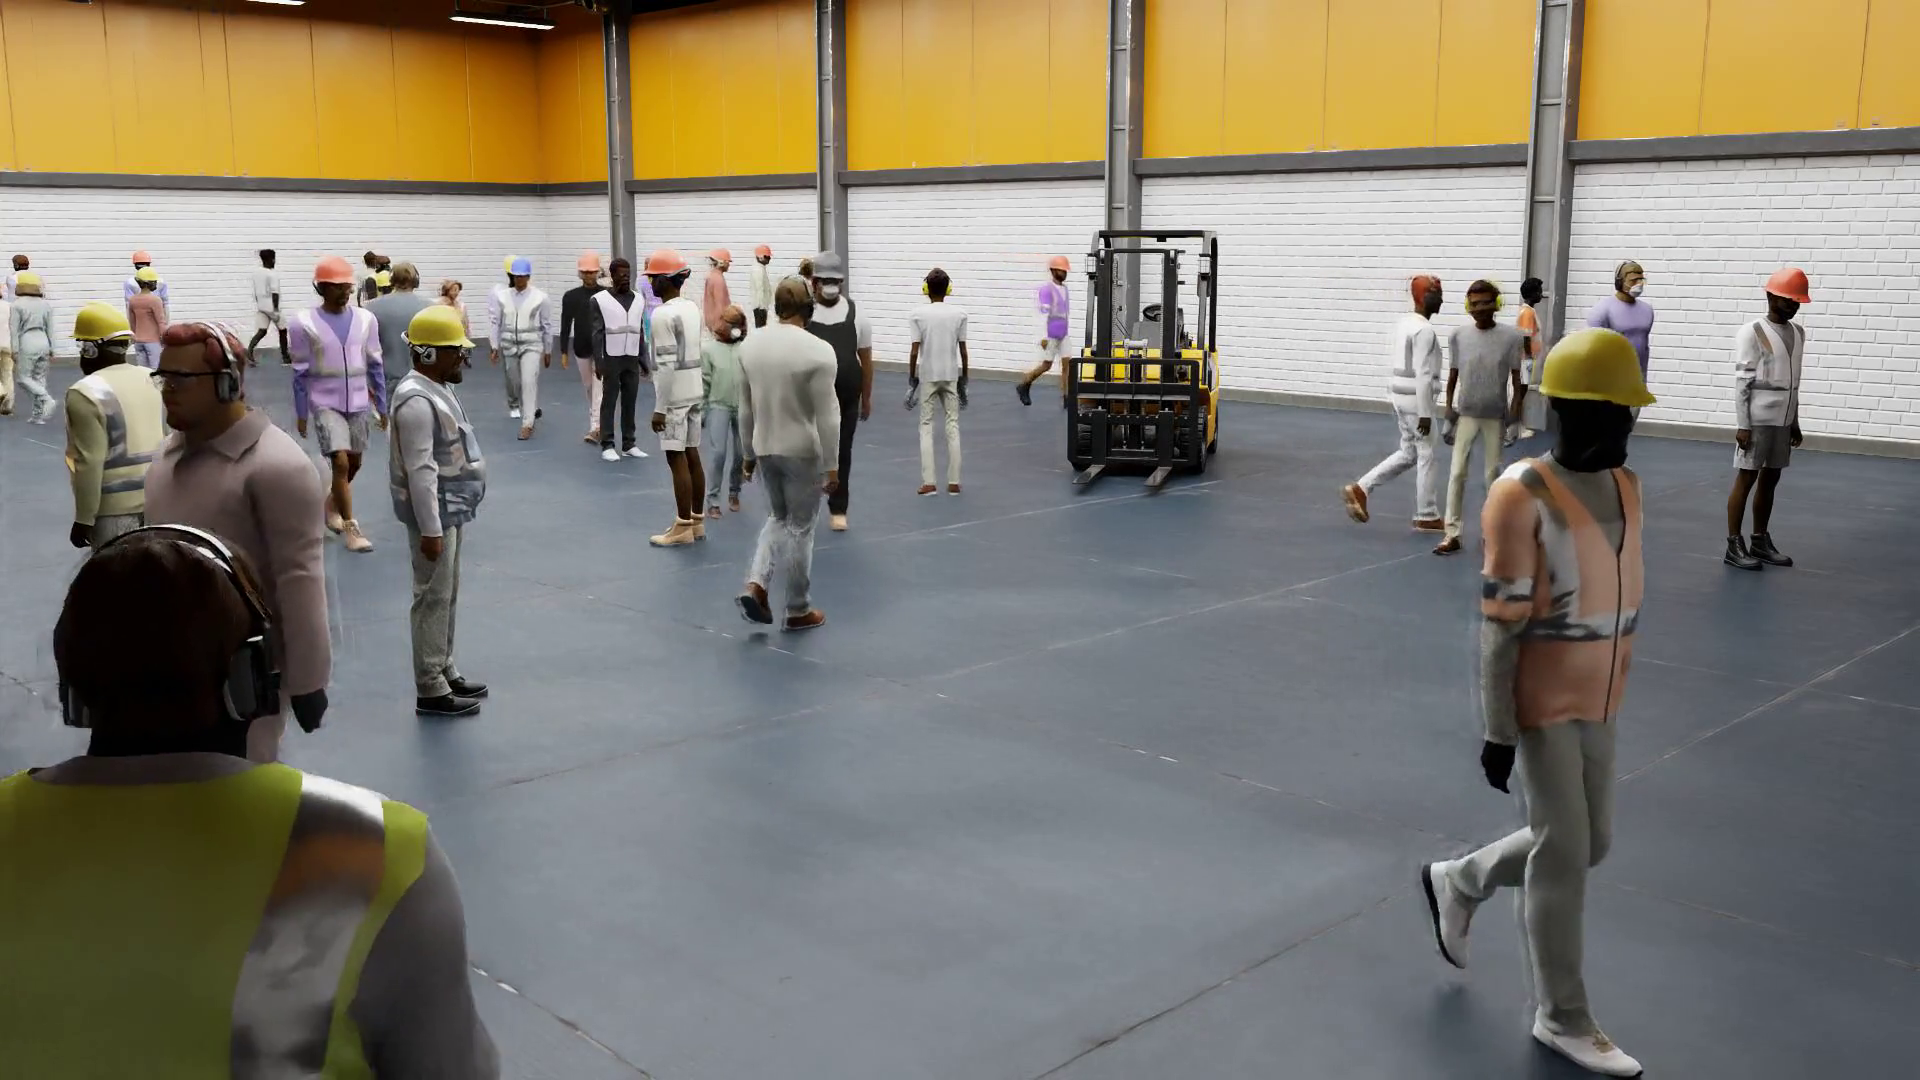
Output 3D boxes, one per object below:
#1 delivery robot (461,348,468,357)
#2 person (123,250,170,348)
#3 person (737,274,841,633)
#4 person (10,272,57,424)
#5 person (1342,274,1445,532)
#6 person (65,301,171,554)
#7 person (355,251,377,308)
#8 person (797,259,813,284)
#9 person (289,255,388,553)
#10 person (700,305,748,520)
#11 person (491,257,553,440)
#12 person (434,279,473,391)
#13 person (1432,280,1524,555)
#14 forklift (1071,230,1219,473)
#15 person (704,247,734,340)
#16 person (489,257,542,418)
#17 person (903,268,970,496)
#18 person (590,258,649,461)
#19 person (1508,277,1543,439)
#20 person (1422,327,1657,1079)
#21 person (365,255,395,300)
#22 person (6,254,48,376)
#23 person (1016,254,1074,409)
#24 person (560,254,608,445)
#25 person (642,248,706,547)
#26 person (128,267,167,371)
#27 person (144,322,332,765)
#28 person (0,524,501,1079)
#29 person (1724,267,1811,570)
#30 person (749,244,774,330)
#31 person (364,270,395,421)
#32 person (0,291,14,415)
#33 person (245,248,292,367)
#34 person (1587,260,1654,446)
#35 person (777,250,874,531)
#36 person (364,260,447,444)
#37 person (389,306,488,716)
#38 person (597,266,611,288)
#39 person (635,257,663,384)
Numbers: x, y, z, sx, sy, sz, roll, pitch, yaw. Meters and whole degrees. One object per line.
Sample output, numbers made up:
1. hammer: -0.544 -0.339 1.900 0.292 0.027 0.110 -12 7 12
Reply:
1. delivery robot: -8.161 -3.115 26.929 0.477 0.478 0.707 -6 12 -28
2. person: -10.776 -2.865 22.055 0.551 1.933 0.365 -10 14 -43
3. person: -0.908 -0.441 8.863 0.652 1.927 0.472 7 13 34
4. person: -10.407 -2.152 18.743 0.515 1.718 0.507 5 12 26
5. person: 3.205 -0.967 11.924 0.748 1.859 0.583 0 10 0
6. person: -3.884 -0.180 7.687 0.403 1.835 0.586 2 11 13
7. person: -9.650 -3.803 27.353 0.516 1.871 0.329 -3 11 -16
8. person: -1.855 -2.500 20.313 0.511 1.845 0.341 -3 11 -15
9. person: -4.303 -0.955 11.461 0.619 2.014 0.949 -9 14 -42
10. person: -1.753 -0.981 12.709 0.529 1.618 0.570 -4 11 -20
11. person: -4.638 -2.046 17.678 0.607 1.911 0.947 1 10 4
12. person: -5.957 -2.256 19.581 0.686 1.609 0.530 7 13 34
13. person: 3.475 -0.803 11.094 0.503 1.840 0.574 4 11 23
14. forklift: 1.804 -1.825 15.677 1.214 2.155 2.313 2 11 13
15. person: -3.185 -2.853 21.879 0.505 1.971 0.630 -4 11 -20
16. person: -5.090 -2.303 19.146 0.618 1.869 0.994 -5 11 -25
17. person: -0.180 -1.285 13.648 0.597 1.864 0.326 -2 11 -13
18. person: -3.249 -1.721 15.869 0.372 1.914 0.597 9 14 42
19. person: 5.973 -1.916 17.556 0.319 1.695 0.534 3 11 18
20. person: 1.528 0.392 4.379 0.591 1.908 0.704 -7 13 -35
21. person: -8.830 -3.477 25.702 0.578 1.822 0.648 5 11 23
22. person: -14.230 -3.421 25.342 0.429 1.841 0.634 4 11 19
23. person: 1.110 -2.557 20.469 0.863 1.913 0.554 8 13 37
24. person: -3.788 -1.960 17.118 0.643 1.941 1.045 0 10 0
25. person: -1.968 -0.967 11.411 0.390 2.045 0.607 3 11 14
26. person: -9.401 -2.281 19.329 0.524 1.769 0.325 5 11 24
27. person: -2.061 0.342 4.667 0.639 1.897 0.419 8 13 36
28. person: -0.839 0.895 1.870 0.668 1.823 0.436 0 10 0
29. person: 5.200 -0.772 10.661 0.543 1.928 0.370 -5 11 -25
30. person: -3.136 -3.689 26.391 0.402 1.990 0.622 -2 11 -9
31. person: -6.398 -2.145 18.656 0.533 1.750 0.430 -10 14 -44
32. person: -11.319 -2.256 19.602 0.454 1.622 0.510 9 14 40
33. person: -11.298 -3.778 27.057 0.610 1.934 0.943 6 12 30
34. person: 5.112 -1.190 12.912 0.628 1.939 0.374 -5 12 -26
35. person: -0.954 -1.072 11.992 0.709 2.000 0.536 -2 11 -13
36. person: -4.580 -1.349 13.819 0.662 1.919 0.486 -2 11 -13
37. person: -2.320 -0.126 7.431 0.403 1.826 0.591 -2 11 -9
38. person: -6.383 -4.100 29.736 0.844 1.578 0.566 1 10 5
39. person: -4.371 -3.139 23.857 0.570 1.826 0.458 -8 13 -39
